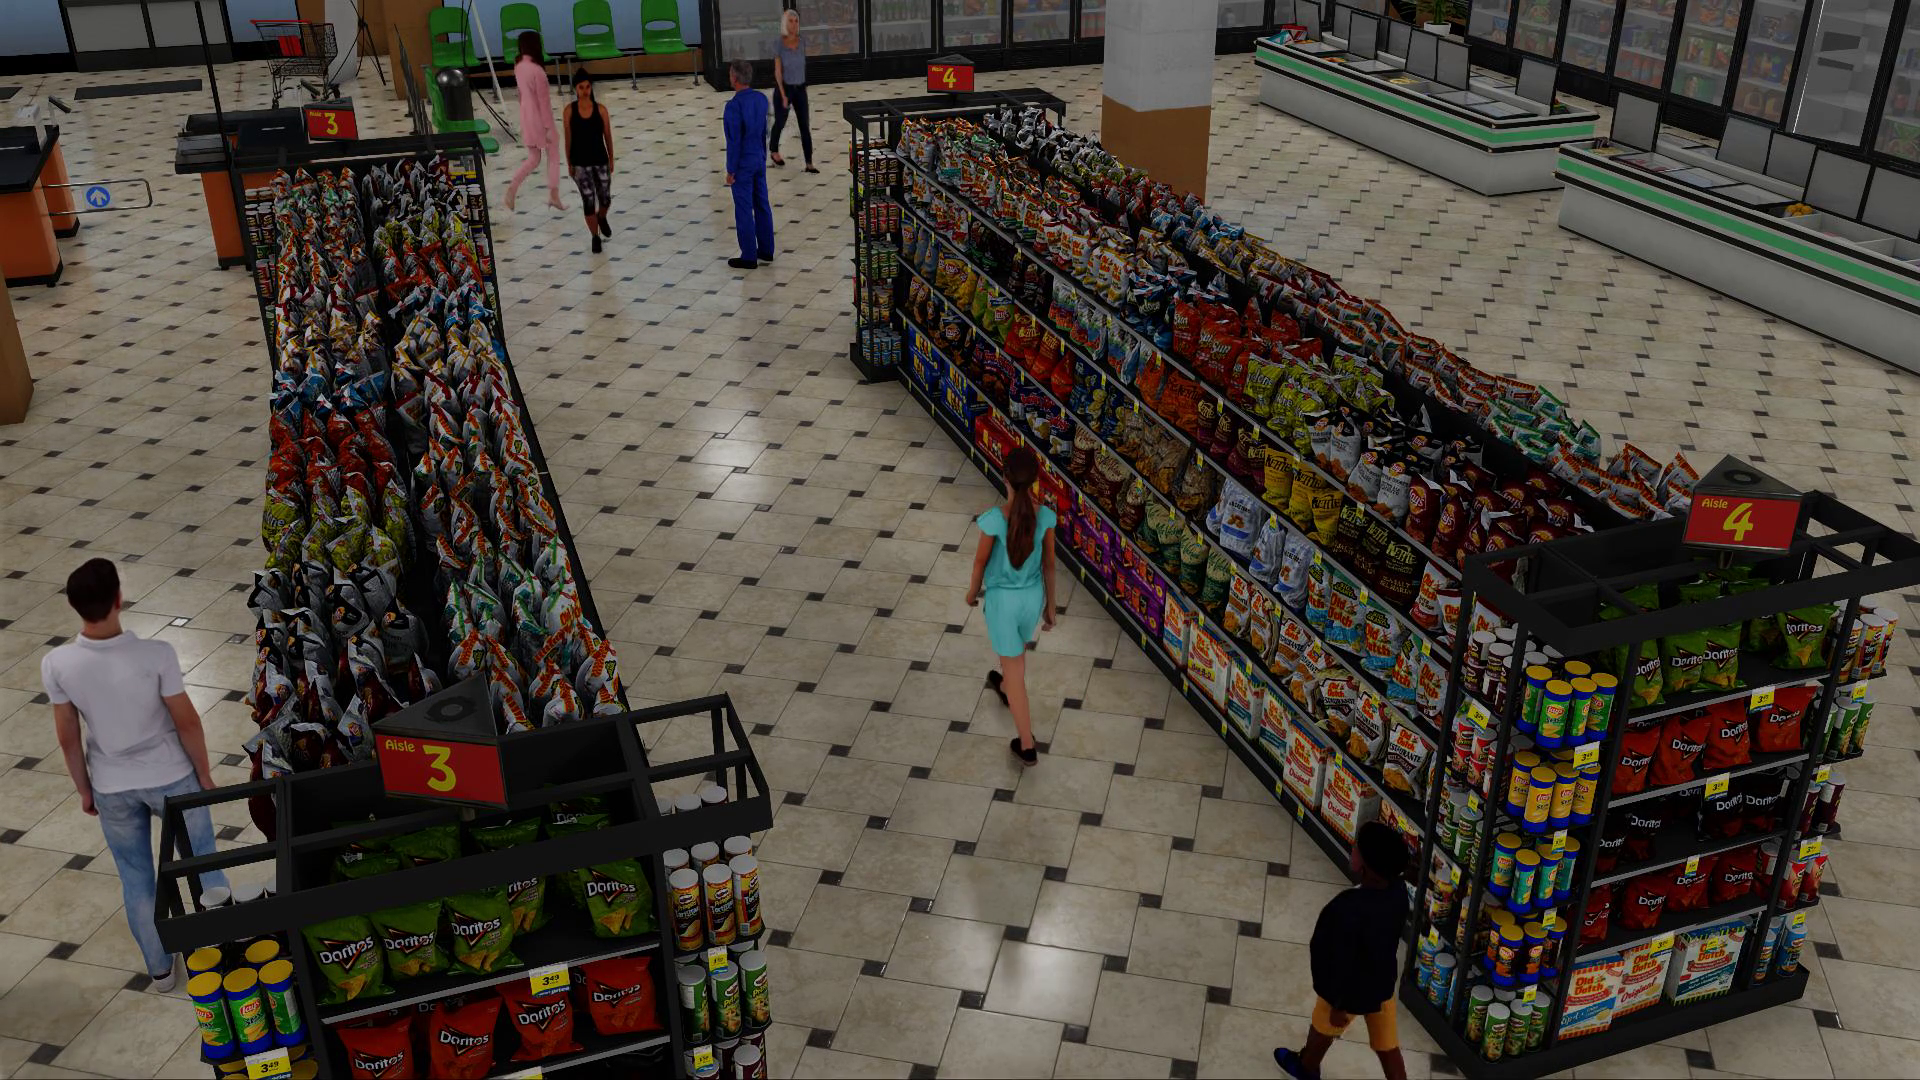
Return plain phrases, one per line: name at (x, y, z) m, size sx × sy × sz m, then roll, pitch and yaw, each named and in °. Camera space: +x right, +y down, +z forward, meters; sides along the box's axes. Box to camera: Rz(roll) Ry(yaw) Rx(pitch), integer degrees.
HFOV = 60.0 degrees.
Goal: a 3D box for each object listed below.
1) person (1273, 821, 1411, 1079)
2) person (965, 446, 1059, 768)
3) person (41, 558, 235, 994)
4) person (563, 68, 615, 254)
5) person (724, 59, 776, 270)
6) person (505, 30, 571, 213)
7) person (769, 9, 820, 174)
person at (1.448, 1.558, 5.800) m, size 0.673 × 1.249 × 0.930 m, roll -18°, pitch 32°, yaw -31°
person at (0.279, 0.340, 7.899) m, size 0.539 × 1.523 × 1.030 m, roll -10°, pitch 28°, yaw -18°
person at (-3.128, 0.928, 6.378) m, size 0.673 × 1.850 × 0.591 m, roll -5°, pitch 27°, yaw -11°
person at (-3.427, -3.509, 15.342) m, size 0.600 × 1.655 × 0.711 m, roll -8°, pitch 28°, yaw -16°
person at (-1.891, -3.357, 14.850) m, size 0.809 × 1.829 × 0.774 m, roll 14°, pitch 30°, yaw 26°
person at (-4.191, -4.015, 16.204) m, size 1.047 × 1.778 × 1.026 m, roll 19°, pitch 32°, yaw 32°
person at (-1.873, -4.810, 17.879) m, size 0.744 × 1.682 × 1.148 m, roll -17°, pitch 31°, yaw -29°
